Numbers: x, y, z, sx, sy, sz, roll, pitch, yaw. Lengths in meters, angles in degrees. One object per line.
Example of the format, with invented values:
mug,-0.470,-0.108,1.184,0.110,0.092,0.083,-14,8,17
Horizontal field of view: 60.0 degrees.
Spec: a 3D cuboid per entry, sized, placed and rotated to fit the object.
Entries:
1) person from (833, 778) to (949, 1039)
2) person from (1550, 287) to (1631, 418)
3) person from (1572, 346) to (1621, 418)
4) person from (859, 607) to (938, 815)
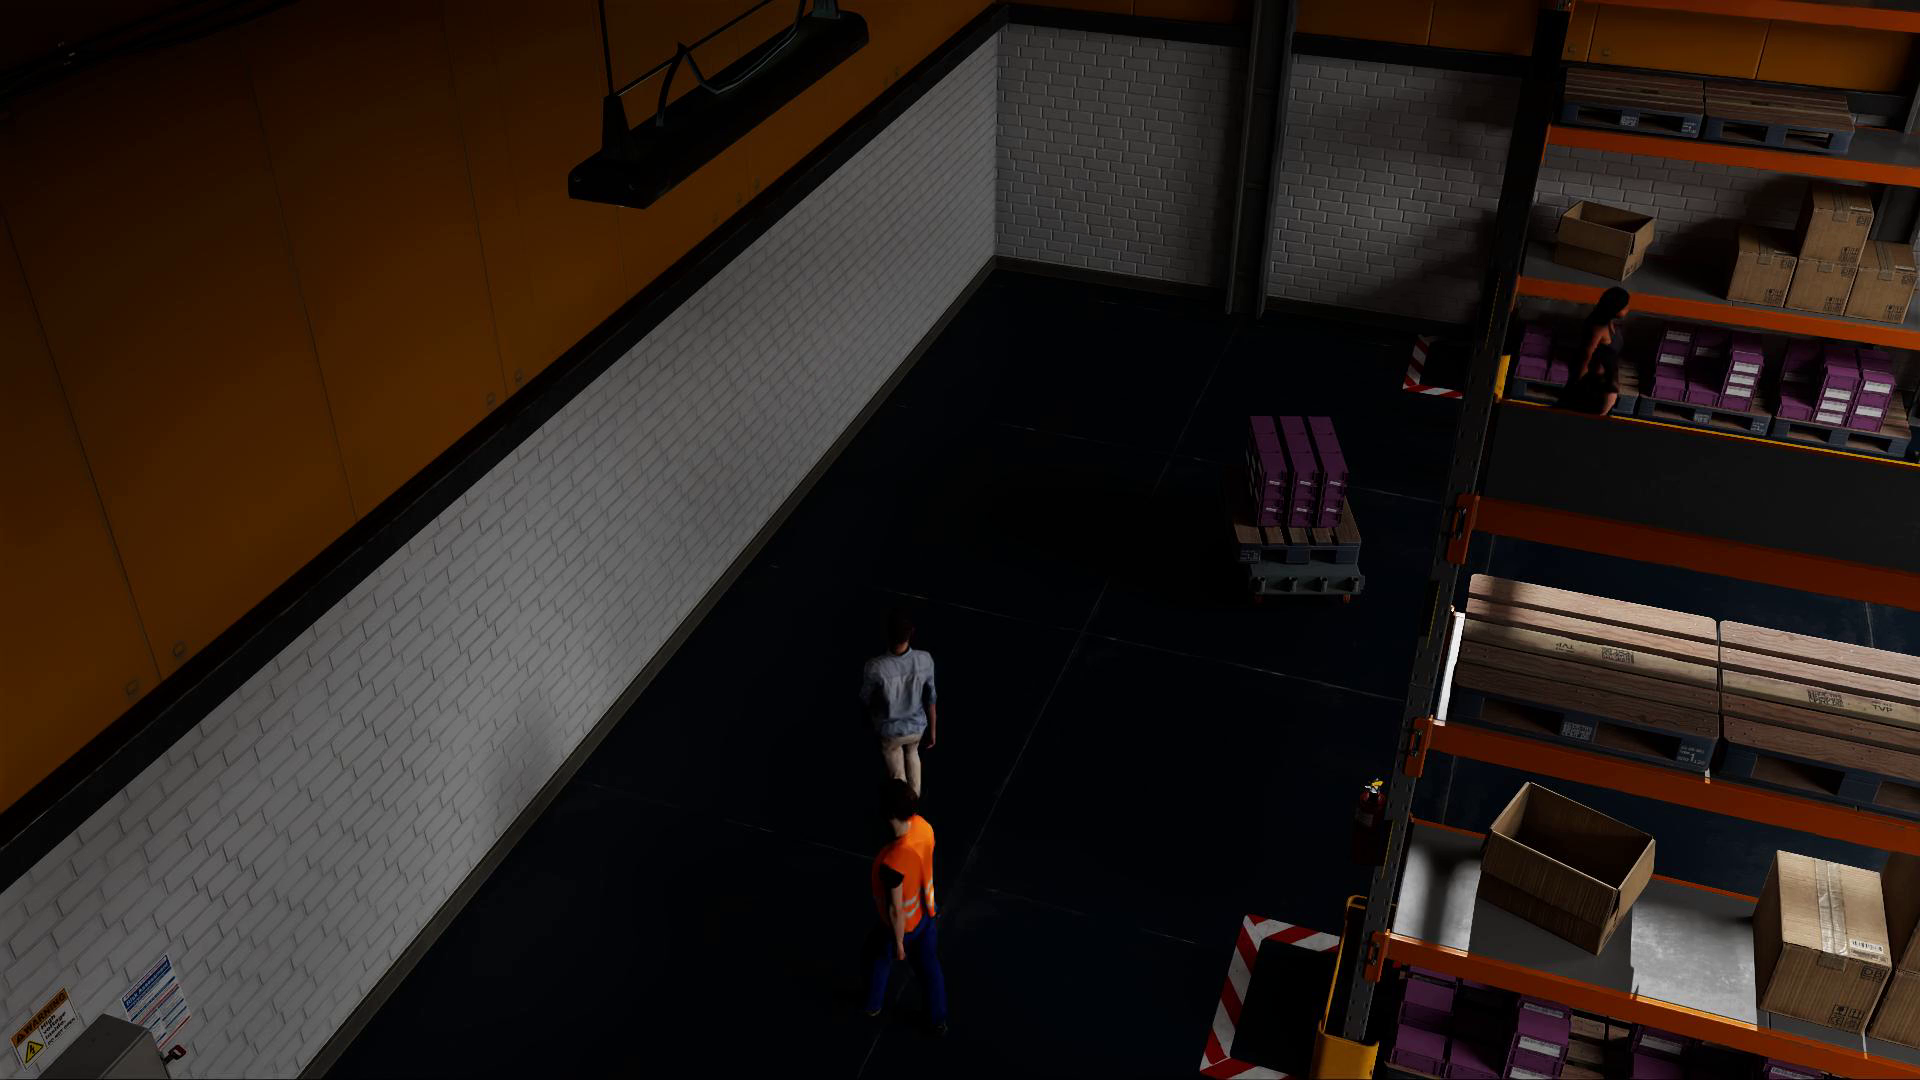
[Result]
person,-0.233,2.184,9.611,1.004,1.862,0.752,16,37,22
person,5.652,-1.487,15.235,1.254,1.751,0.765,16,37,22
person,5.497,-0.959,14.487,0.753,1.699,0.790,7,34,10
person,-0.370,1.309,10.962,0.906,1.824,0.953,-11,35,-16
